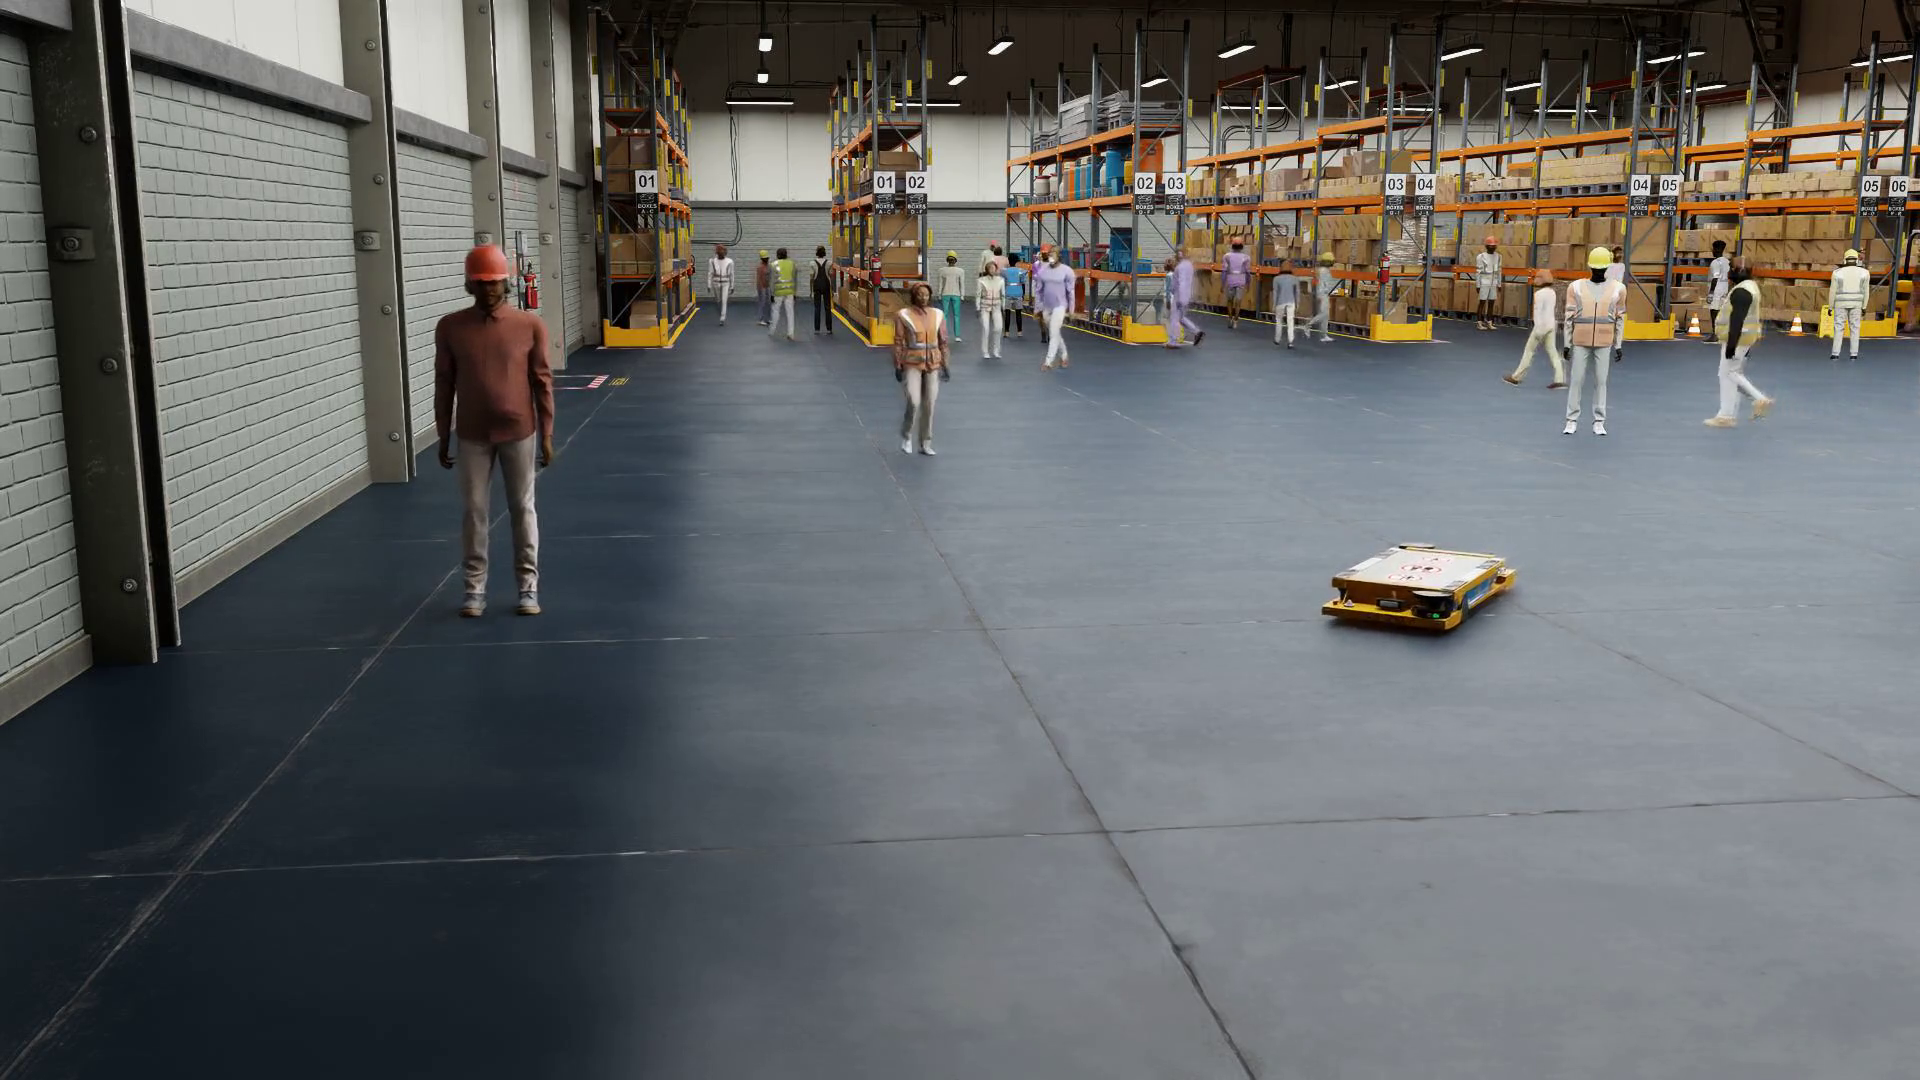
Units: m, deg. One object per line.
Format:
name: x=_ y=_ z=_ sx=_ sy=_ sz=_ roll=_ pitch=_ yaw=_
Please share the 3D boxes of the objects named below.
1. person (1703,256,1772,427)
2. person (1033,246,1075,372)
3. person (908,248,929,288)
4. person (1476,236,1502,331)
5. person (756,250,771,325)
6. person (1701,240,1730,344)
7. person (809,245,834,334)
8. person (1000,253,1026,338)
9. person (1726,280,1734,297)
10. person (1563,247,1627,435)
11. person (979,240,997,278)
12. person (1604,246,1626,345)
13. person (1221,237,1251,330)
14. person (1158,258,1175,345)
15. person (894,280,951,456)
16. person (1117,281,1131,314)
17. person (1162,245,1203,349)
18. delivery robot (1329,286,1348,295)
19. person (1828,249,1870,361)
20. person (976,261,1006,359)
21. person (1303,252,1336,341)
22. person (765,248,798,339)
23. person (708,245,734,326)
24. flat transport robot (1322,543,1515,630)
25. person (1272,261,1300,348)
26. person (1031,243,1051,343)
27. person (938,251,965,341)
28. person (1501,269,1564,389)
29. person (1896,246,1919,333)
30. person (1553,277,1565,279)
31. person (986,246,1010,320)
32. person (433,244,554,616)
person: x=8.332 y=-2.106 z=17.733 sx=0.551 sy=1.826 sz=0.631 roll=5 pitch=12 yaw=27
person: x=1.467 y=-3.517 z=25.274 sx=0.635 sy=1.909 sz=0.970 roll=7 pitch=12 yaw=33
person: x=-1.051 y=-6.142 z=39.749 sx=0.578 sy=1.871 sz=0.427 roll=-2 pitch=11 yaw=-12
person: x=11.469 y=-5.546 z=36.015 sx=0.606 sy=2.036 sz=0.406 roll=-3 pitch=11 yaw=-16
person: x=-4.491 y=-5.800 z=38.242 sx=0.519 sy=1.717 sz=0.554 roll=9 pitch=13 yaw=39
person: x=14.402 y=-4.715 z=31.643 sx=0.612 sy=1.963 sz=0.363 roll=-9 pitch=14 yaw=-40
person: x=-2.880 y=-5.201 z=34.645 sx=0.505 sy=1.846 sz=0.346 roll=-1 pitch=10 yaw=-7
person: x=1.066 y=-4.925 z=33.529 sx=0.540 sy=1.700 sz=0.316 roll=-1 pitch=10 yaw=-3
person: x=20.907 y=-7.103 z=44.891 sx=0.580 sy=1.918 sz=0.404 roll=-2 pitch=10 yaw=-10
person: x=6.496 y=-2.030 z=17.061 sx=0.585 sy=1.918 sz=0.378 roll=3 pitch=11 yaw=17
person: x=0.904 y=-8.137 z=50.504 sx=0.624 sy=1.941 sz=0.966 roll=-4 pitch=11 yaw=-22
person: x=12.296 y=-4.591 z=31.271 sx=0.527 sy=1.853 sz=0.488 roll=-3 pitch=11 yaw=-14
person: x=6.087 y=-5.644 z=36.634 sx=0.640 sy=1.998 sz=1.015 roll=2 pitch=11 yaw=11
person: x=3.902 y=-4.426 z=30.986 sx=0.371 sy=1.624 sz=0.529 roll=5 pitch=11 yaw=24
person: x=-0.343 y=-1.583 z=15.418 sx=0.522 sy=1.628 sz=0.372 roll=-5 pitch=11 yaw=-25
person: x=4.367 y=-6.806 z=43.347 sx=0.628 sy=1.882 sz=1.039 roll=-3 pitch=11 yaw=-16
person: x=4.038 y=-4.400 z=30.127 sx=0.643 sy=1.884 sz=0.657 roll=4 pitch=11 yaw=20
delivery robot: x=11.375 y=-7.327 z=49.578 sx=0.707 sy=0.478 sz=0.477 roll=3 pitch=11 yaw=18
person: x=14.521 y=-3.832 z=27.202 sx=0.586 sy=1.823 sz=0.403 roll=3 pitch=11 yaw=17
person: x=0.524 y=-3.801 z=27.593 sx=0.550 sy=1.615 sz=0.629 roll=-3 pitch=11 yaw=-15
person: x=7.058 y=-4.750 z=32.475 sx=0.508 sy=1.725 sz=0.506 roll=6 pitch=12 yaw=30
person: x=-3.574 y=-4.911 z=33.176 sx=0.642 sy=1.799 sz=0.896 roll=-6 pitch=12 yaw=-29
person: x=-5.491 y=-5.868 z=38.312 sx=0.591 sy=1.847 sz=0.961 roll=-1 pitch=10 yaw=-3
flat transport robot: x=2.551 y=0.236 z=9.155 sx=0.652 sy=0.197 sz=1.431 roll=6 pitch=12 yaw=31
person: x=5.995 y=-4.333 z=30.593 sx=0.524 sy=1.588 sz=0.874 roll=0 pitch=10 yaw=-1
person: x=1.631 y=-4.687 z=31.680 sx=0.562 sy=1.895 sz=0.904 roll=1 pitch=10 yaw=7
person: x=-0.169 y=-4.737 z=32.343 sx=0.517 sy=1.757 sz=0.336 roll=0 pitch=10 yaw=2
person: x=7.786 y=-2.834 z=22.372 sx=0.523 sy=1.586 sz=0.859 roll=-9 pitch=13 yaw=-39
person: x=20.221 y=-5.246 z=34.824 sx=0.624 sy=1.869 sz=0.869 roll=-7 pitch=12 yaw=-33
person: x=17.763 y=-7.831 z=48.910 sx=0.611 sy=1.894 sz=0.470 roll=-2 pitch=10 yaw=-9
person: x=0.963 y=-6.326 z=40.925 sx=0.633 sy=1.814 sz=0.852 roll=-2 pitch=11 yaw=-12
person: x=-2.502 y=-0.578 z=8.925 sx=0.626 sy=1.985 sz=0.407 roll=-2 pitch=10 yaw=-9
